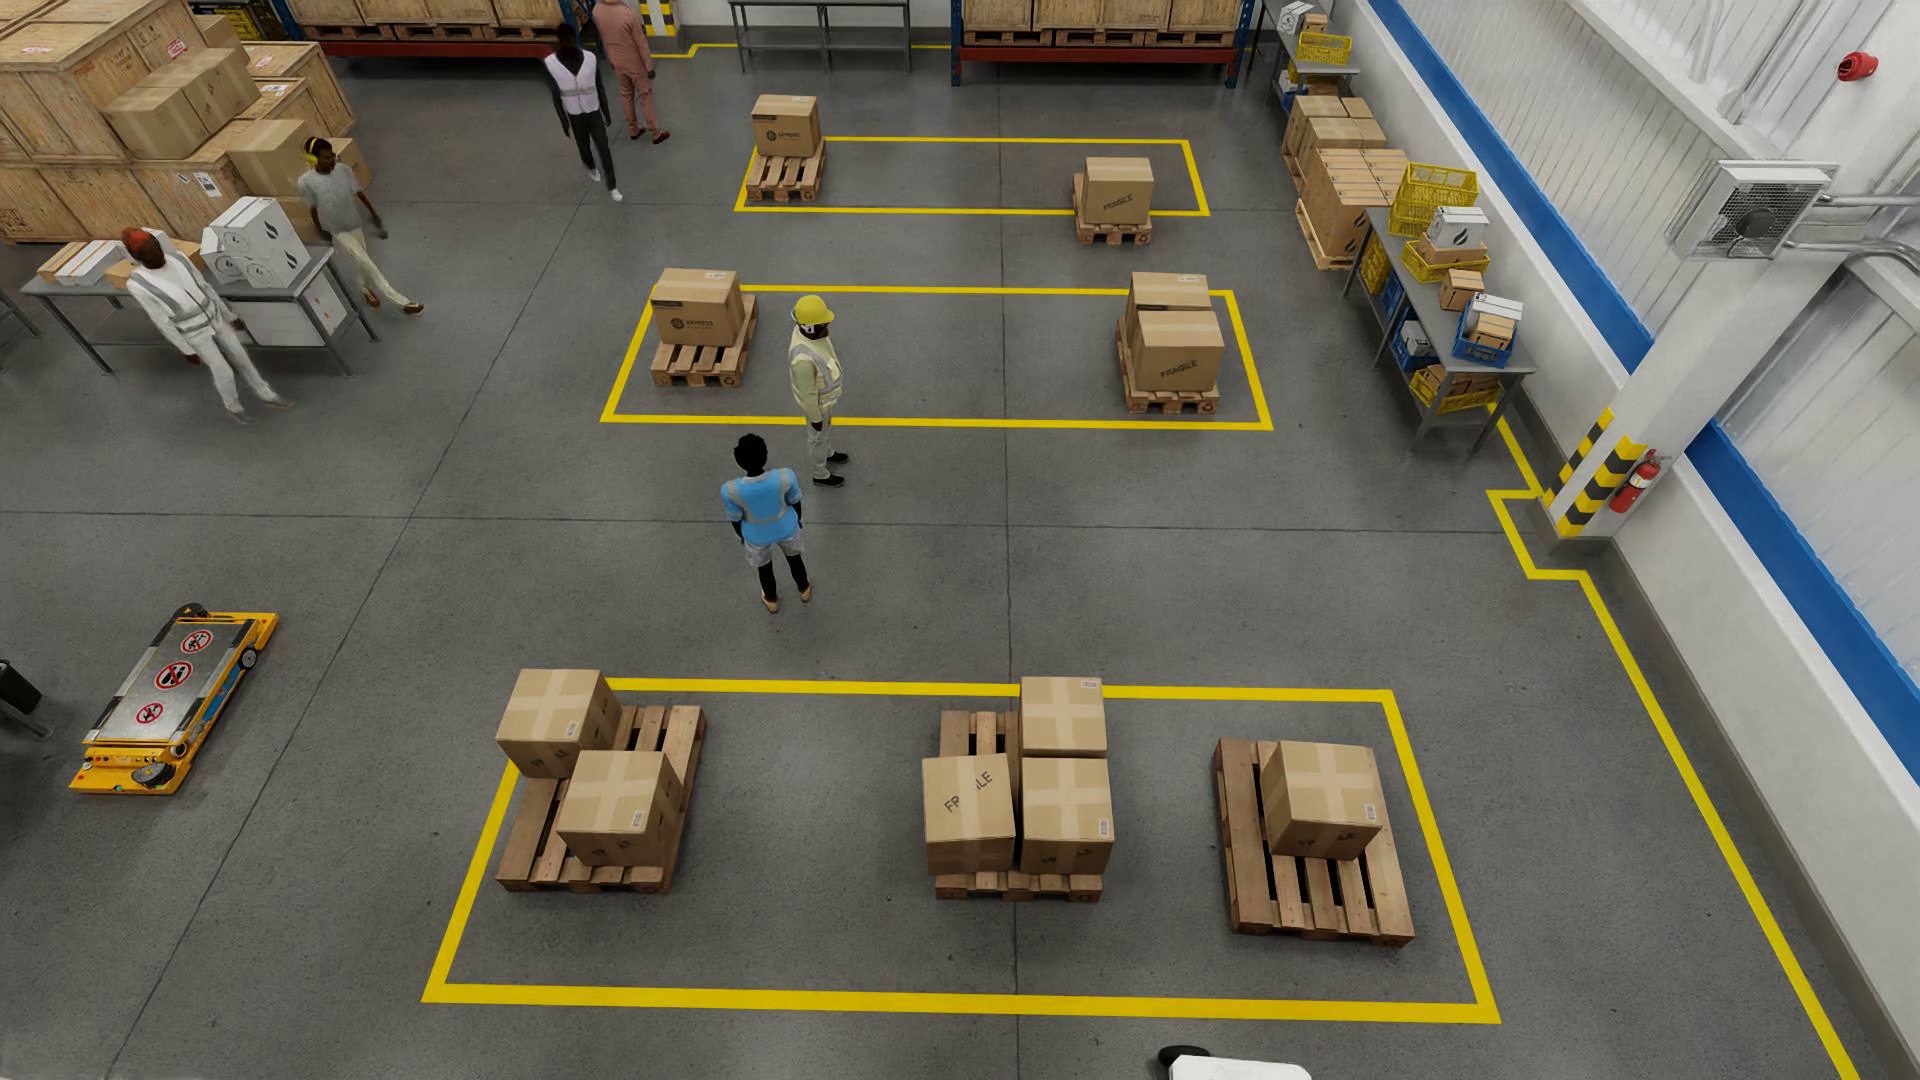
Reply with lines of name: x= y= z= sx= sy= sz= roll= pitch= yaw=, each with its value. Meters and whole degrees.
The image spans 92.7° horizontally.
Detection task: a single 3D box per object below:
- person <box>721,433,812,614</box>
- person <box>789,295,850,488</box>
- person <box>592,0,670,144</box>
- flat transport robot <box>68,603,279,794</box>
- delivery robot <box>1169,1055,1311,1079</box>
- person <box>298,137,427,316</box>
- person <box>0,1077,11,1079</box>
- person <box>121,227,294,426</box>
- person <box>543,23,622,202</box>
person: x=-1.348 y=-0.089 z=6.496 sx=0.535 sy=1.697 sz=0.318 roll=-17 pitch=52 yaw=-14
person: x=-1.121 y=-1.172 z=7.333 sx=0.404 sy=1.824 sz=0.595 roll=1 pitch=50 yaw=1
person: x=-4.052 y=-5.894 z=11.281 sx=0.648 sy=1.899 sz=0.398 roll=17 pitch=52 yaw=14
flat transport robot: x=-5.504 y=1.072 z=6.442 sx=0.652 sy=0.197 sz=1.431 roll=1 pitch=50 yaw=1
delivery robot: x=1.434 y=2.861 z=4.684 sx=0.707 sy=0.478 sz=0.477 roll=3 pitch=50 yaw=3
person: x=-5.884 y=-3.004 z=8.889 sx=0.952 sy=1.811 sz=0.540 roll=24 pitch=54 yaw=19
person: x=-4.131 y=2.732 z=4.170 sx=0.525 sy=1.587 sz=0.842 roll=33 pitch=57 yaw=25
person: x=-6.455 y=-1.808 z=7.835 sx=0.369 sy=1.884 sz=0.589 roll=7 pitch=50 yaw=6
person: x=-4.294 y=-4.907 z=10.455 sx=0.608 sy=1.890 sz=0.848 roll=-22 pitch=53 yaw=-18
